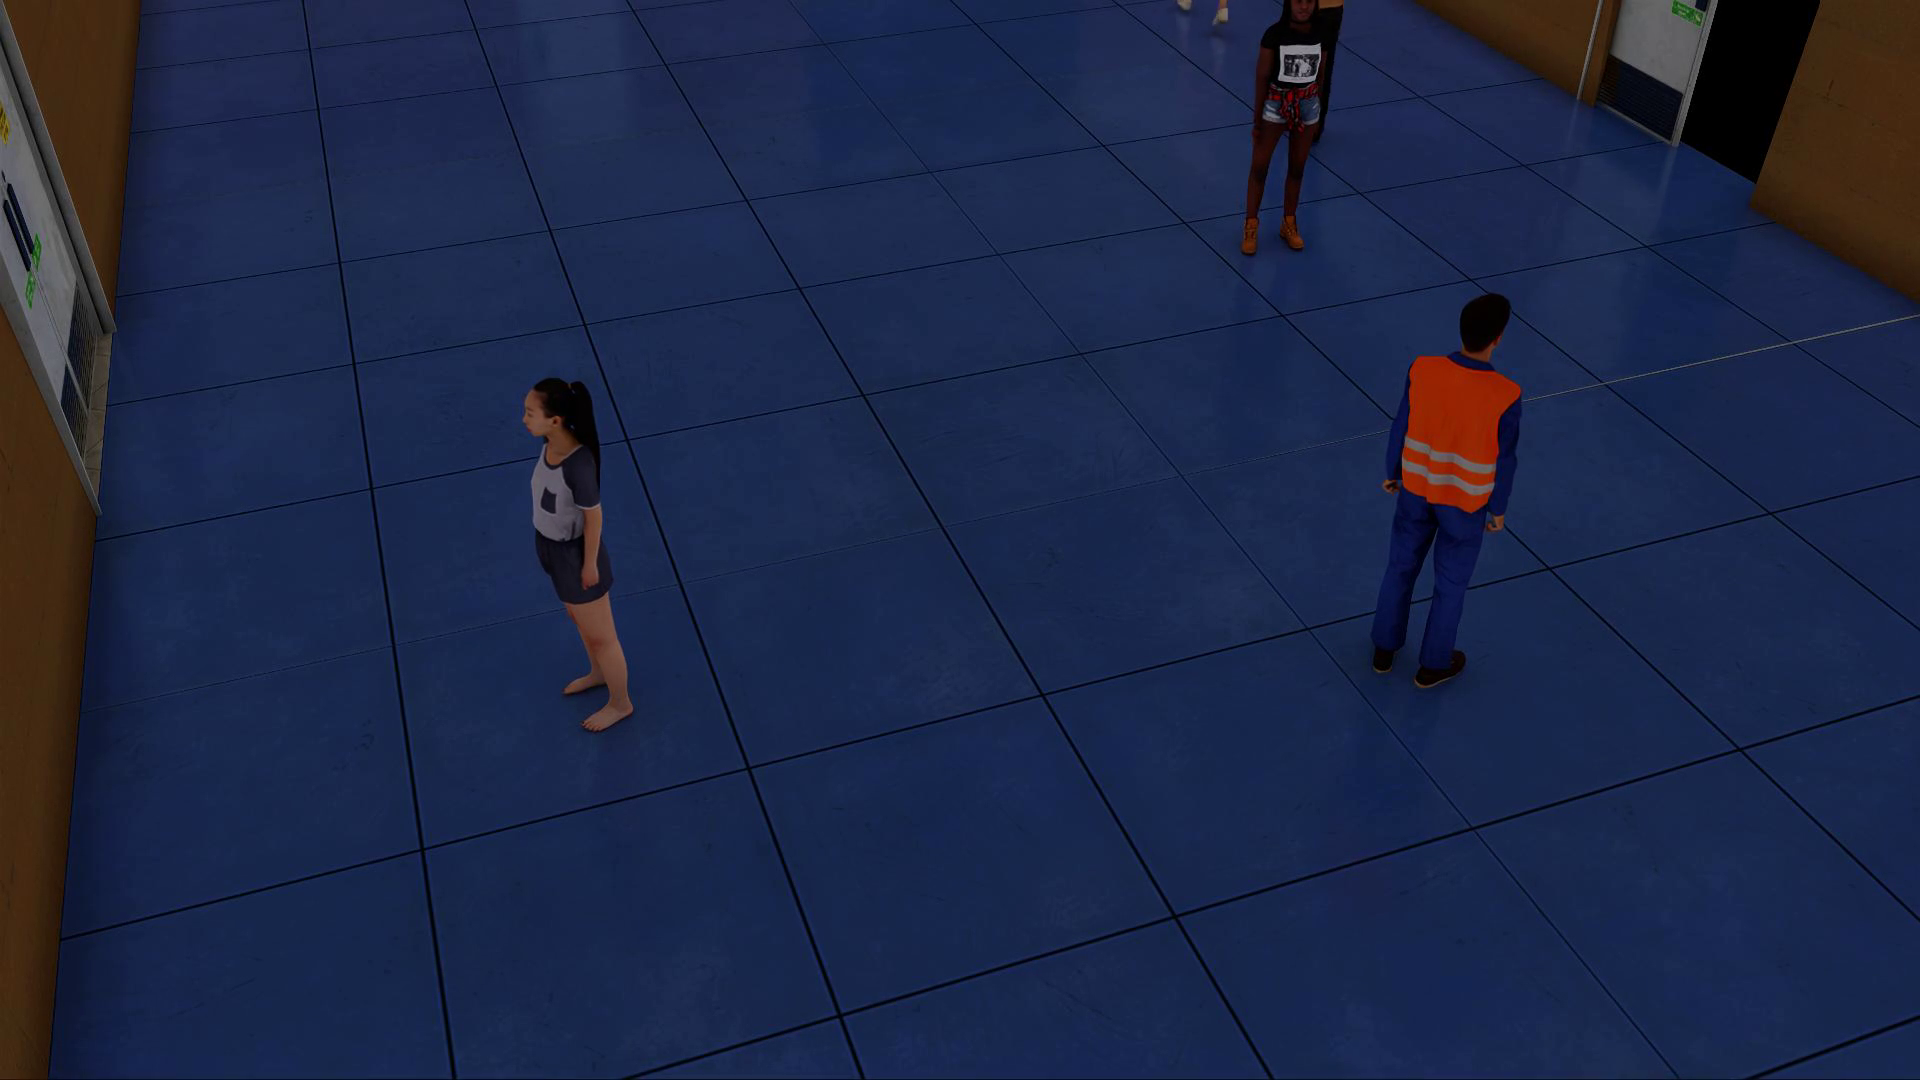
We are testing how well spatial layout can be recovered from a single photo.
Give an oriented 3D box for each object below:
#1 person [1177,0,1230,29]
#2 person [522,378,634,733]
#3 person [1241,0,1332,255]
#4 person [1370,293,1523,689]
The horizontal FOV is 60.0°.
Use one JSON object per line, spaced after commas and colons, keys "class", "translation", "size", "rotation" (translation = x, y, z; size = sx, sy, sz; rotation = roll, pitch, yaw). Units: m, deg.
{"class": "person", "translation": [2.070, -5.043, 13.551], "size": [1.103, 1.720, 0.751], "rotation": [-8, 38, -10]}
{"class": "person", "translation": [-1.561, 0.054, 6.817], "size": [0.575, 1.650, 0.632], "rotation": [-19, 41, -24]}
{"class": "person", "translation": [2.029, -2.628, 10.325], "size": [0.593, 1.728, 0.711], "rotation": [-5, 37, -7]}
{"class": "person", "translation": [2.027, -0.189, 6.967], "size": [0.794, 1.860, 0.808], "rotation": [24, 43, 28]}
